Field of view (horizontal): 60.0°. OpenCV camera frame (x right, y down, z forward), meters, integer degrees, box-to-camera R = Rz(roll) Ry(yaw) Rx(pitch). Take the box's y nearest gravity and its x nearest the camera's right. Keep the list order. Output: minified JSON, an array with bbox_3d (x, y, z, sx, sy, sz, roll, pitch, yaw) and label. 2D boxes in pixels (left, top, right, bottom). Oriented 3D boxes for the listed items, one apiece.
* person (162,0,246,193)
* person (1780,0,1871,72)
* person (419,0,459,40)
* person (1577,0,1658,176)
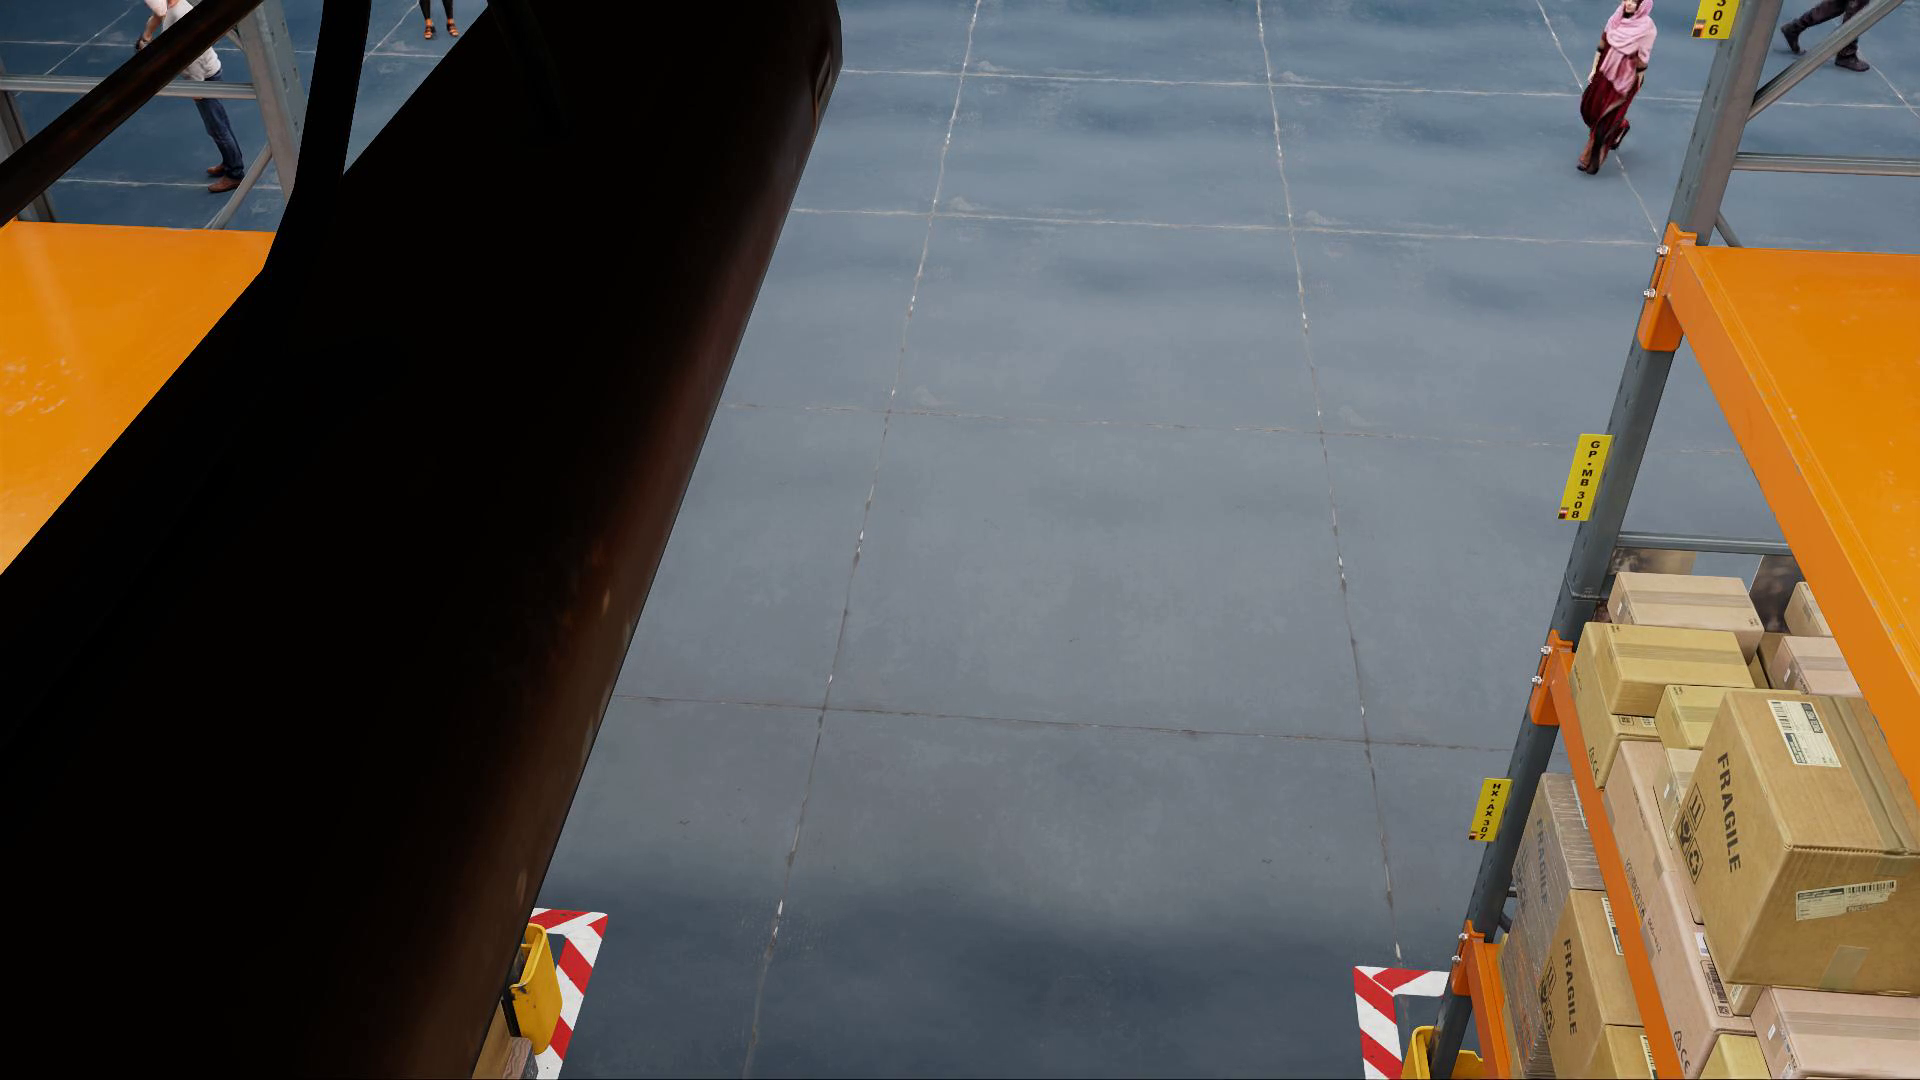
[{"bbox_3d":[-6.348,-3.884,13.911,0.887,1.910,0.733,-12,40,-15],"label":"person"},{"bbox_3d":[8.563,-5.527,16.090,1.110,1.814,1.205,22,43,26],"label":"person"},{"bbox_3d":[-5.330,-5.891,16.646,0.689,1.702,0.673,-10,39,-12],"label":"person"},{"bbox_3d":[5.676,-3.978,14.263,0.991,1.625,0.956,-22,43,-25],"label":"person"}]
